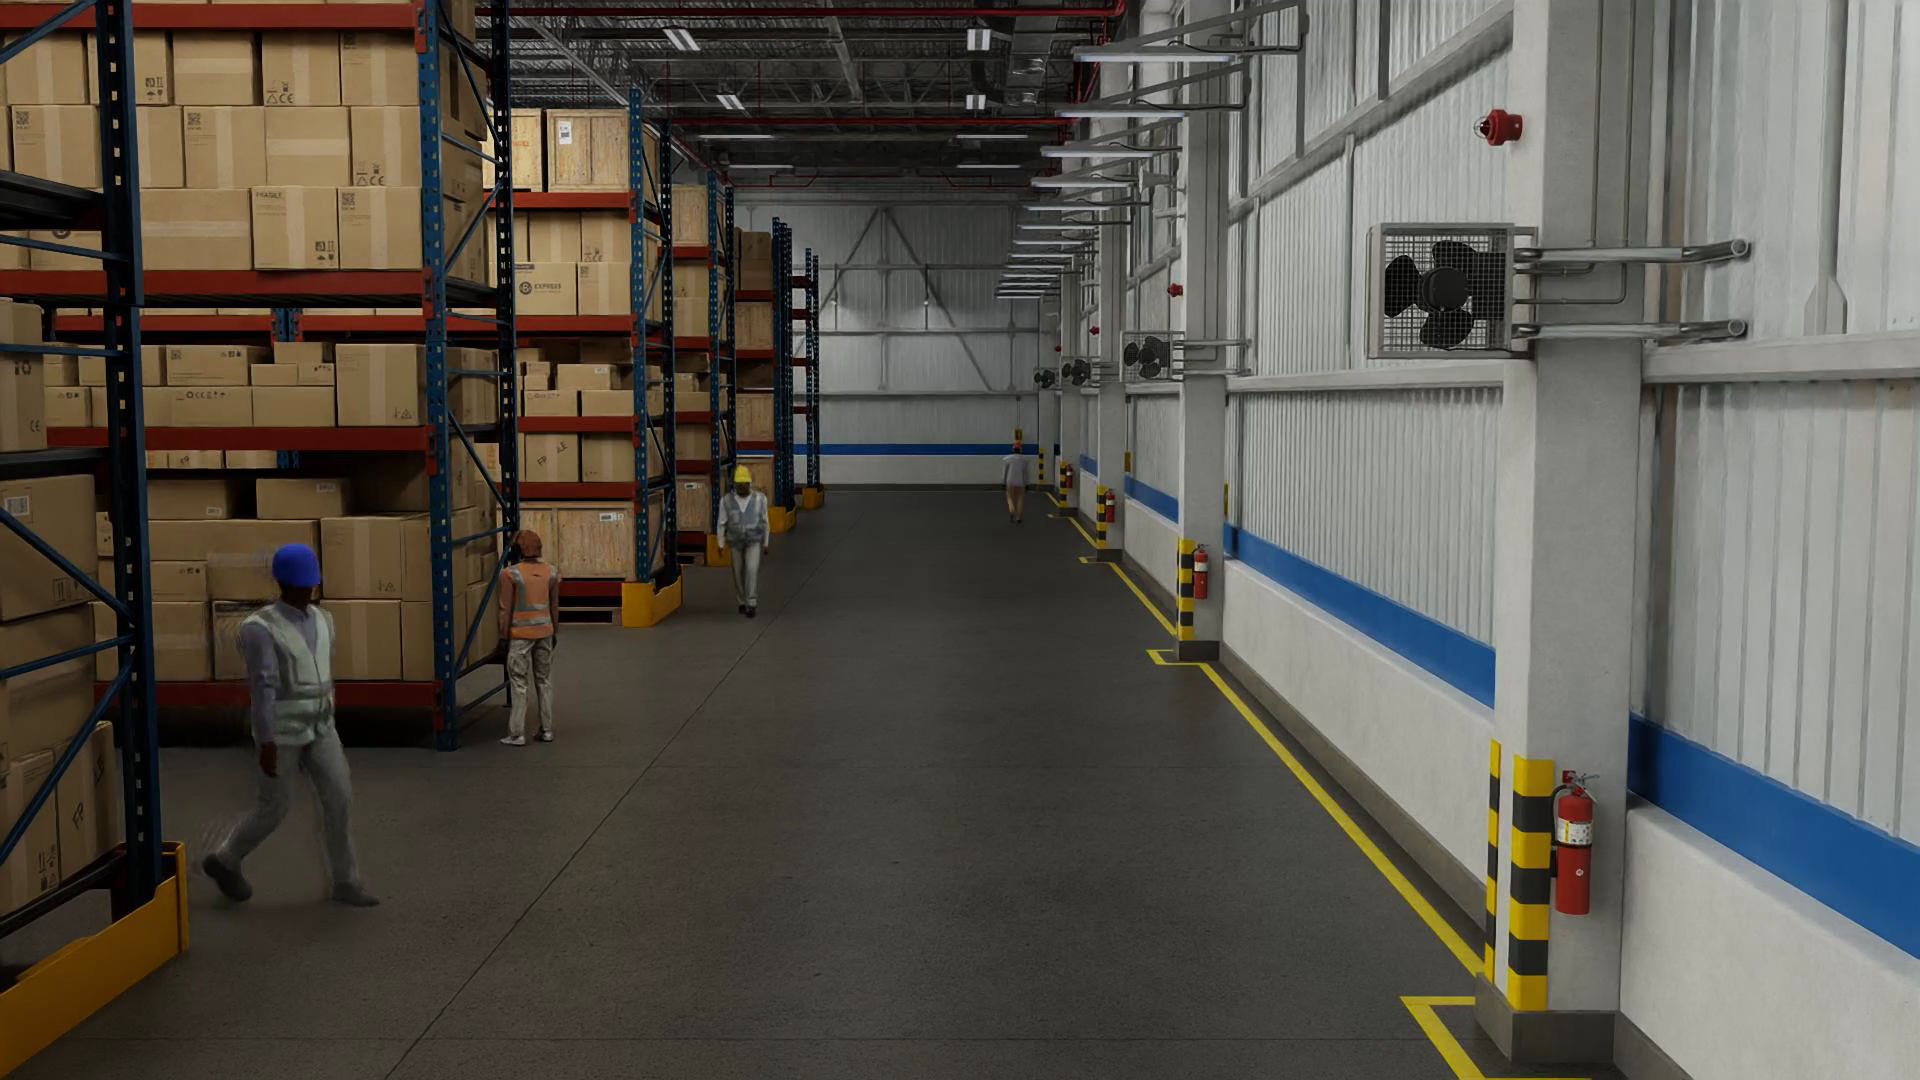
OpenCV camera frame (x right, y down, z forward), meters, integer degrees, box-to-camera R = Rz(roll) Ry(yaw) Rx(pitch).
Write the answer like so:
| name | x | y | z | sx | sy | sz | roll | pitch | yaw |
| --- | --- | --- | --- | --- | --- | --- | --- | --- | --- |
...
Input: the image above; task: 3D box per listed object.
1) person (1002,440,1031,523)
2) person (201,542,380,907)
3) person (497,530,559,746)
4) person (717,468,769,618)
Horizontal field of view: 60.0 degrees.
| name | x | y | z | sx | sy | sz | roll | pitch | yaw |
| --- | --- | --- | --- | --- | --- | --- | --- | --- | --- |
| person | 1.177 | -1.208 | 34.559 | 0.590 | 1.736 | 0.376 | 0 | 5 | 0 |
| person | -3.464 | 0.949 | 8.494 | 0.819 | 1.914 | 0.617 | 2 | 5 | 23 |
| person | -3.247 | 0.734 | 12.555 | 0.323 | 1.630 | 0.527 | 4 | 6 | 40 |
| person | -2.593 | 0.030 | 19.860 | 0.614 | 1.781 | 0.927 | 0 | 5 | -4 |
